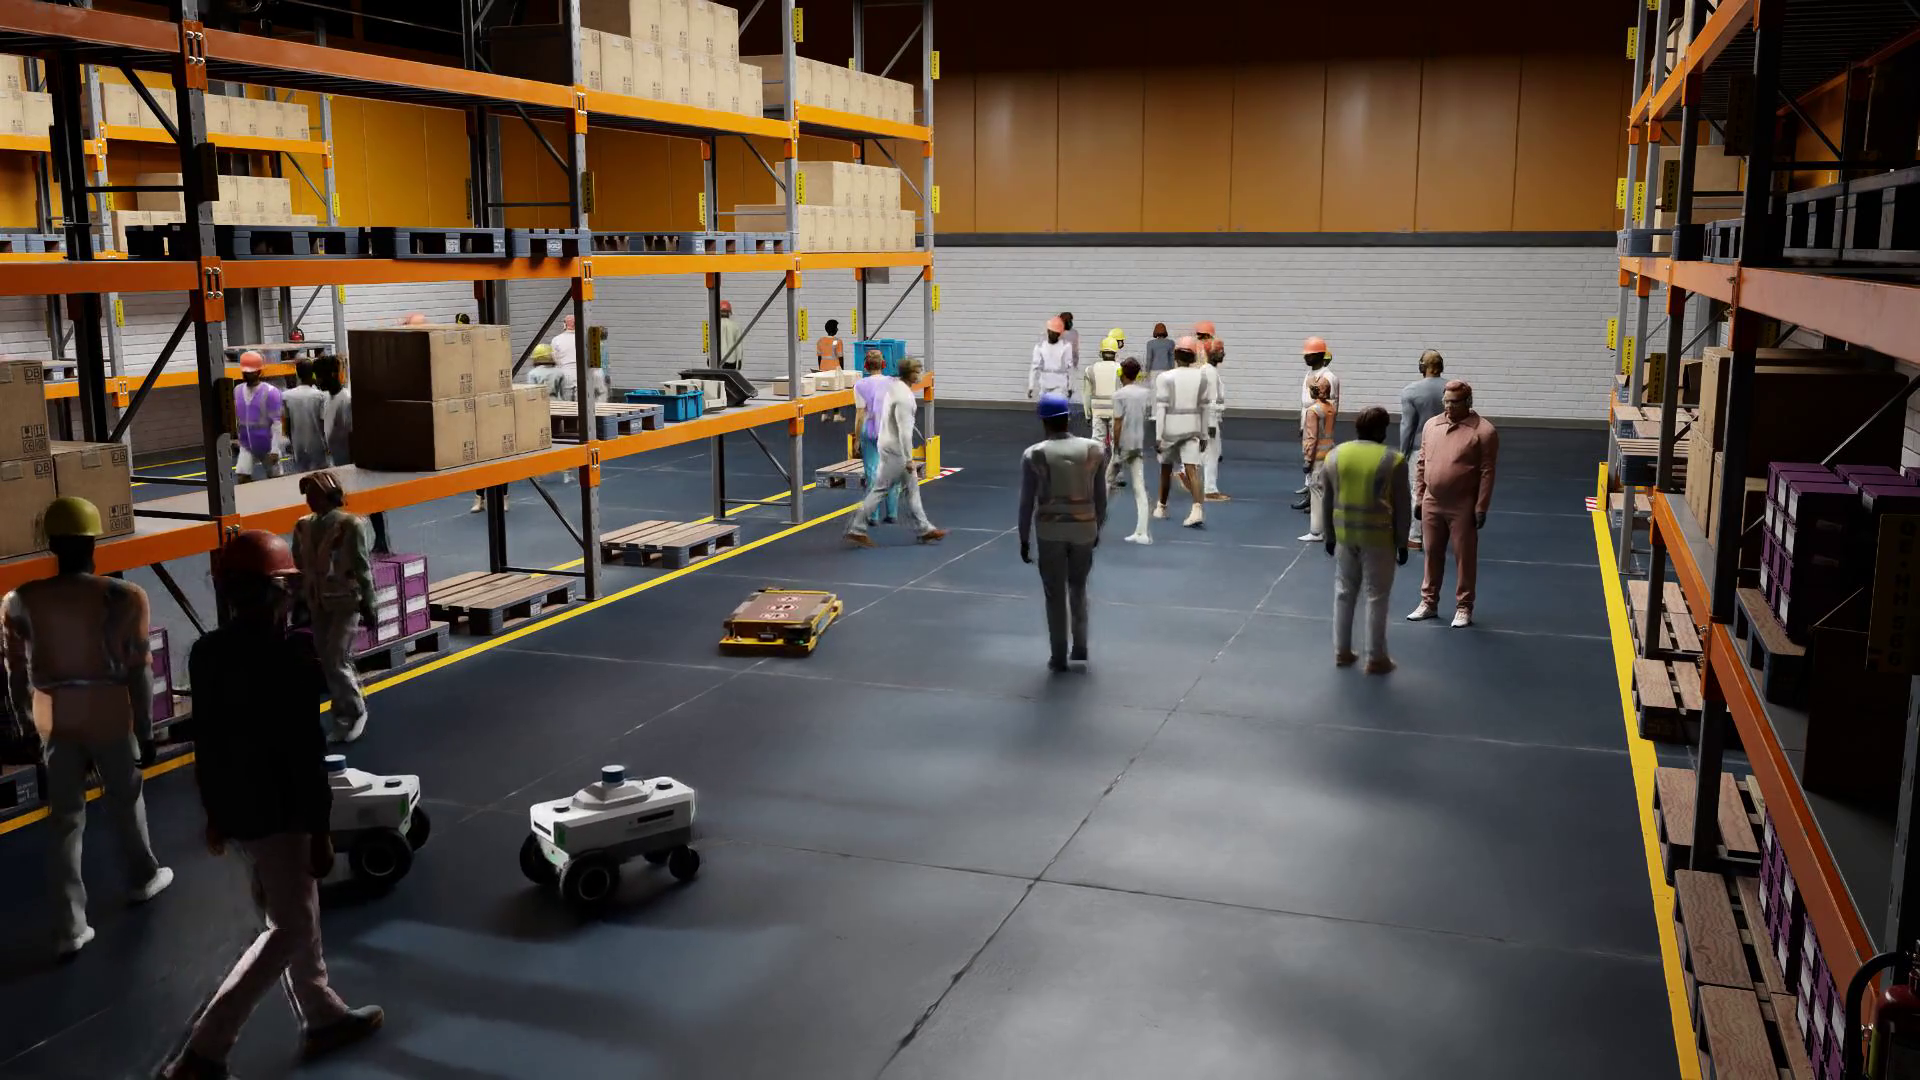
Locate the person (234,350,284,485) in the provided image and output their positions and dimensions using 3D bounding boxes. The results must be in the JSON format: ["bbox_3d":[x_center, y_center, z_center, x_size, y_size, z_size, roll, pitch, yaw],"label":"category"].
[{"bbox_3d":[-7.066,-0.982,16.821,0.546,1.890,0.997,2,10,13],"label":"person"}]

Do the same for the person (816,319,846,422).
[{"bbox_3d":[-2.130,-2.802,27.568,0.540,1.695,0.317,7,12,34],"label":"person"}]

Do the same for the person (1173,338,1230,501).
[{"bbox_3d":[2.794,-1.366,18.996,0.560,1.870,0.577,2,10,9],"label":"person"}]

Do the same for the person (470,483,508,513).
[{"bbox_3d":[-5.152,-1.134,18.172,0.540,1.697,0.317,0,10,-1],"label":"person"}]

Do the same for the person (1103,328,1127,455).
[{"bbox_3d":[2.165,-2.068,23.242,0.312,1.769,0.522,-4,11,-19],"label":"person"}]

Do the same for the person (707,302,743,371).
[{"bbox_3d":[-4.107,-3.179,29.011,0.609,1.940,1.030,-3,10,-15],"label":"person"}]

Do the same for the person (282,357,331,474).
[{"bbox_3d":[-6.299,-0.869,16.270,0.520,1.841,0.812,1,10,7],"label":"person"}]

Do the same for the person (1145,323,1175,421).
[{"bbox_3d":[3.342,-2.804,27.759,0.498,1.633,0.284,-1,10,-8],"label":"person"}]

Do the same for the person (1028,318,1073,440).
[{"bbox_3d":[1.285,-2.164,23.383,0.608,1.895,0.791,2,10,13],"label":"person"}]

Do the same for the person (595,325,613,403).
[{"bbox_3d":[-5.801,-2.662,26.982,0.383,1.628,0.519,-3,10,-15],"label":"person"}]

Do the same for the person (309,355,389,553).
[{"bbox_3d":[-5.674,-0.731,15.282,0.751,1.918,0.820,9,14,43],"label":"person"}]

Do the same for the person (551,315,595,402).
[{"bbox_3d":[-5.726,-2.371,24.595,0.652,1.896,0.402,-5,11,-27],"label":"person"}]

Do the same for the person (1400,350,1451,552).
[{"bbox_3d":[4.480,-0.847,15.891,0.628,1.935,0.373,-2,10,-10],"label":"person"}]

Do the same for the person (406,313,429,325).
[{"bbox_3d":[-7.203,-2.017,22.219,0.630,2.023,0.424,9,14,42],"label":"person"}]

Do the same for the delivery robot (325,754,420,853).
[{"bbox_3d":[-2.901,1.243,7.739,0.707,0.478,0.477,-1,10,-7],"label":"delivery robot"}]

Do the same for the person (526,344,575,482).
[{"bbox_3d":[-5.122,-1.560,20.587,0.580,1.696,0.813,-8,13,-39],"label":"person"}]

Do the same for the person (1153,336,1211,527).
[{"bbox_3d":[2.332,-1.138,17.412,0.619,1.990,1.035,-2,10,-12],"label":"person"}]

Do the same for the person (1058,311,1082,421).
[{"bbox_3d":[1.764,-2.889,27.697,0.441,1.824,0.647,10,14,44],"label":"person"}]

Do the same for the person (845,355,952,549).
[{"bbox_3d":[-0.631,-0.845,16.048,1.047,1.880,0.668,-1,10,-5],"label":"person"}]

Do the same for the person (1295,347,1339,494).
[{"bbox_3d":[4.181,-1.387,19.397,0.304,1.772,0.525,-7,12,-36],"label":"person"}]

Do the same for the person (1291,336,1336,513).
[{"bbox_3d":[3.862,-1.256,18.189,0.378,1.932,0.551,-3,10,-15],"label":"person"}]

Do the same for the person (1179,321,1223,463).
[{"bbox_3d":[3.265,-1.983,22.350,0.737,1.906,0.557,-6,12,-31],"label":"person"}]

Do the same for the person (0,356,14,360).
[{"bbox_3d":[-8.991,-0.747,15.425,0.742,1.910,0.560,-6,12,-30],"label":"person"}]

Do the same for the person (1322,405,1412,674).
[{"bbox_3d":[2.807,-0.012,11.454,0.633,1.841,0.429,8,13,39],"label":"person"}]

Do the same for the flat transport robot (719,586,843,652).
[{"bbox_3d":[-1.325,0.583,12.520,0.652,0.197,1.431,1,10,6],"label":"flat transport robot"}]

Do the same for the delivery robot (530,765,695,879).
[{"bbox_3d":[-1.573,1.271,7.583,0.707,0.478,0.477,-8,13,-38],"label":"delivery robot"}]

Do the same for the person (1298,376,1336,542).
[{"bbox_3d":[3.547,-0.799,16.444,0.314,1.641,0.515,7,13,36],"label":"person"}]

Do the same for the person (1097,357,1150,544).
[{"bbox_3d":[1.619,-0.901,16.529,0.495,1.812,0.955,-6,12,-31],"label":"person"}]

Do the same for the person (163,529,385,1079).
[{"bbox_3d":[-2.421,0.938,5.770,0.639,1.953,0.795,7,12,36],"label":"person"}]

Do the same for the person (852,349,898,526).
[{"bbox_3d":[-0.852,-1.060,17.345,0.569,1.840,0.374,-7,12,-35],"label":"person"}]

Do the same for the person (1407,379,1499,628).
[{"bbox_3d":[3.779,-0.284,12.811,0.641,1.905,0.410,9,14,43],"label":"person"}]

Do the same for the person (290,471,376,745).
[{"bbox_3d":[-3.672,0.405,9.696,0.545,1.623,0.382,4,11,23],"label":"person"}]

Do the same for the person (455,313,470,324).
[{"bbox_3d":[-7.780,-2.632,26.165,0.382,1.869,0.551,3,10,16],"label":"person"}]

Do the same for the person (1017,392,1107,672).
[{"bbox_3d":[0.694,-0.053,11.473,0.636,1.918,0.479,-2,10,-10],"label":"person"}]

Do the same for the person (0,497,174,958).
[{"bbox_3d":[-3.705,0.749,7.064,0.600,1.878,0.896,-2,10,-11],"label":"person"}]

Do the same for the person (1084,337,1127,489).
[{"bbox_3d":[1.787,-1.518,19.958,0.600,1.828,0.404,3,11,17],"label":"person"}]
